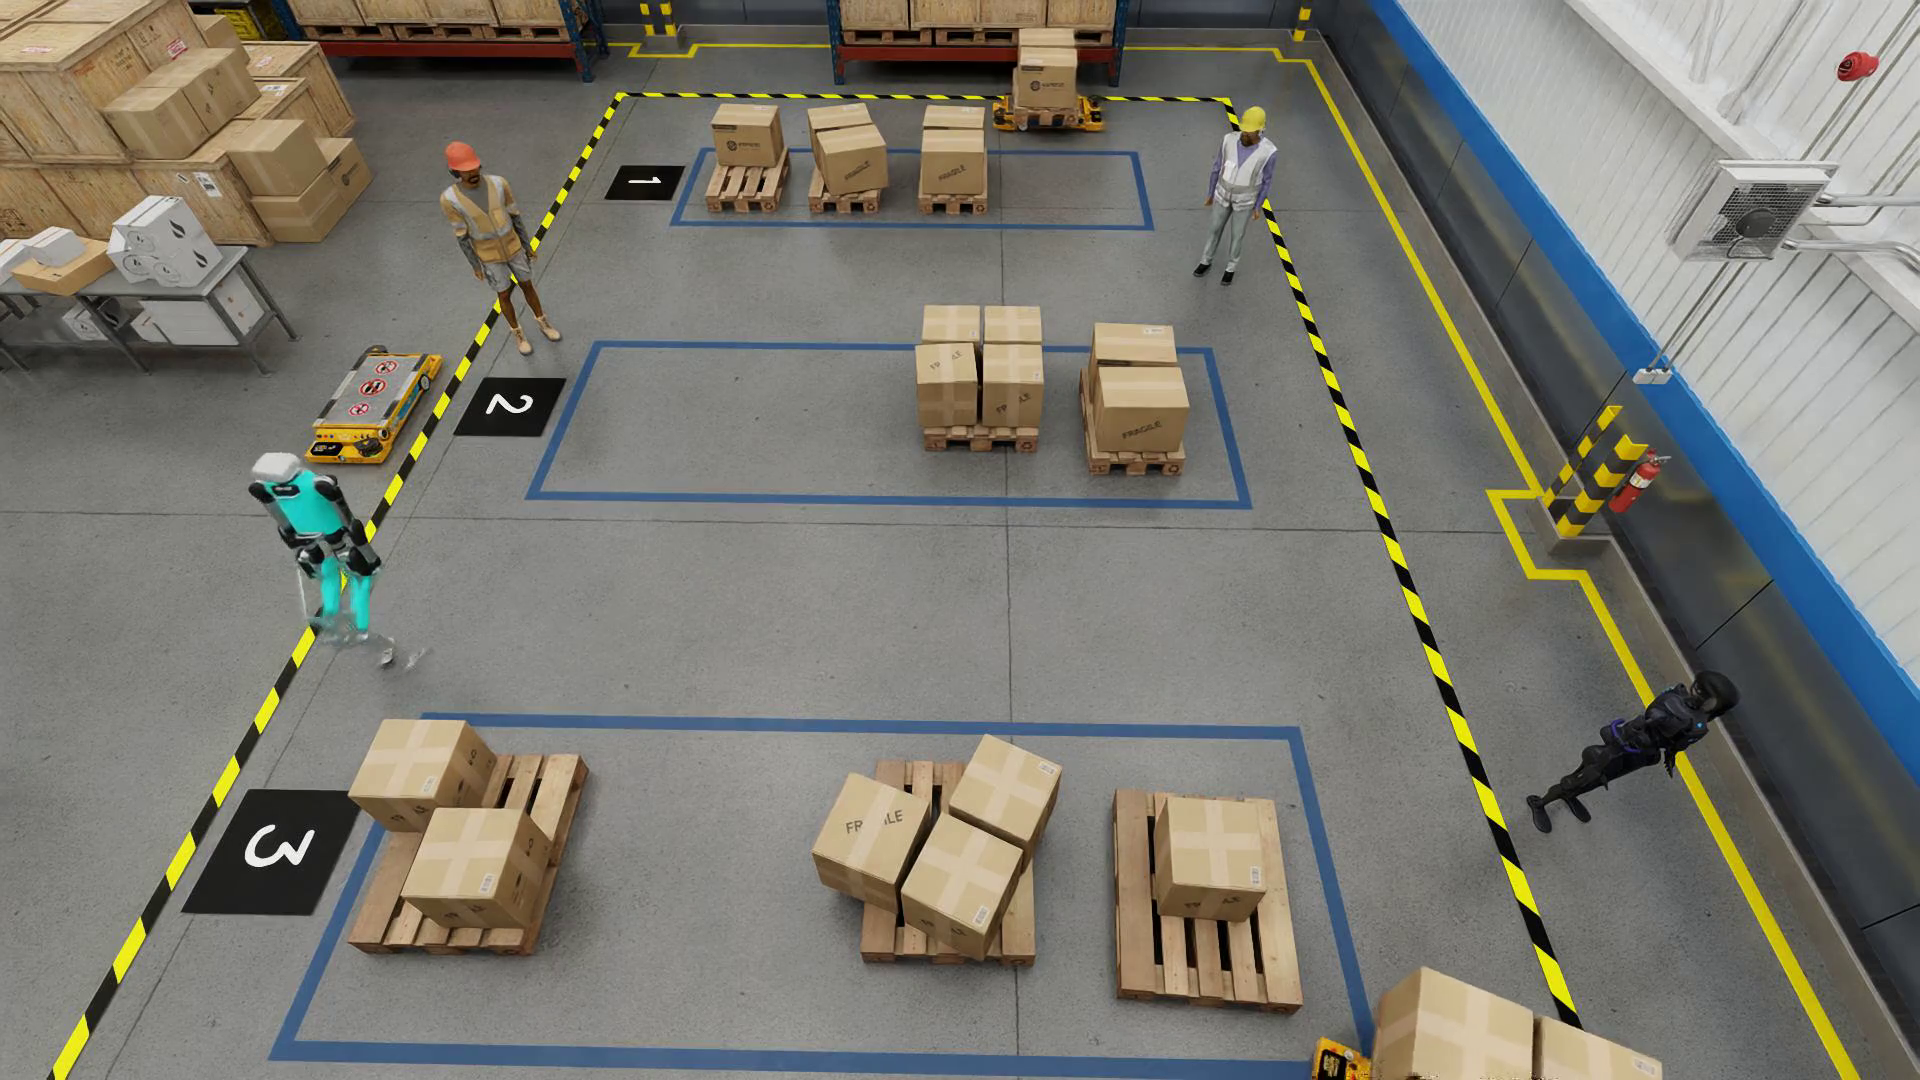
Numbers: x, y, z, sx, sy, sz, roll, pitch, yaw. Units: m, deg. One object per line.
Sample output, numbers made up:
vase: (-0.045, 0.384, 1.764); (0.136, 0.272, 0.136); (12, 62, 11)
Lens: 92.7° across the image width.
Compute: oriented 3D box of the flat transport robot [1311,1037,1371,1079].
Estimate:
flat transport robot: (2.520, 3.171, 4.666); (1.431, 0.197, 0.652); (18, 52, 15)

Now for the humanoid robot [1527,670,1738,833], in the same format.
humanoid robot: (3.949, 1.252, 5.377); (0.599, 1.655, 0.315); (-8, 50, -7)

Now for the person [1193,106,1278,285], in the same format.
person: (2.781, -3.459, 9.268); (0.602, 1.830, 0.404); (25, 54, 20)

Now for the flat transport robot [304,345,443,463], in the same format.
flat transport robot: (-5.383, -1.269, 8.441); (0.659, 0.231, 1.431); (1, 50, 1)

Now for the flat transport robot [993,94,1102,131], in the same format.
flat transport robot: (1.151, -5.688, 12.162); (1.431, 0.197, 0.652); (1, 50, 1)

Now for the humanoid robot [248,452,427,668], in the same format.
humanoid robot: (-4.242, 0.280, 6.178); (0.547, 1.782, 0.793); (-1, 50, -1)

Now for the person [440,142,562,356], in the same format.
person: (-4.237, -2.661, 8.456); (0.606, 2.048, 0.366); (-35, 58, -26)
